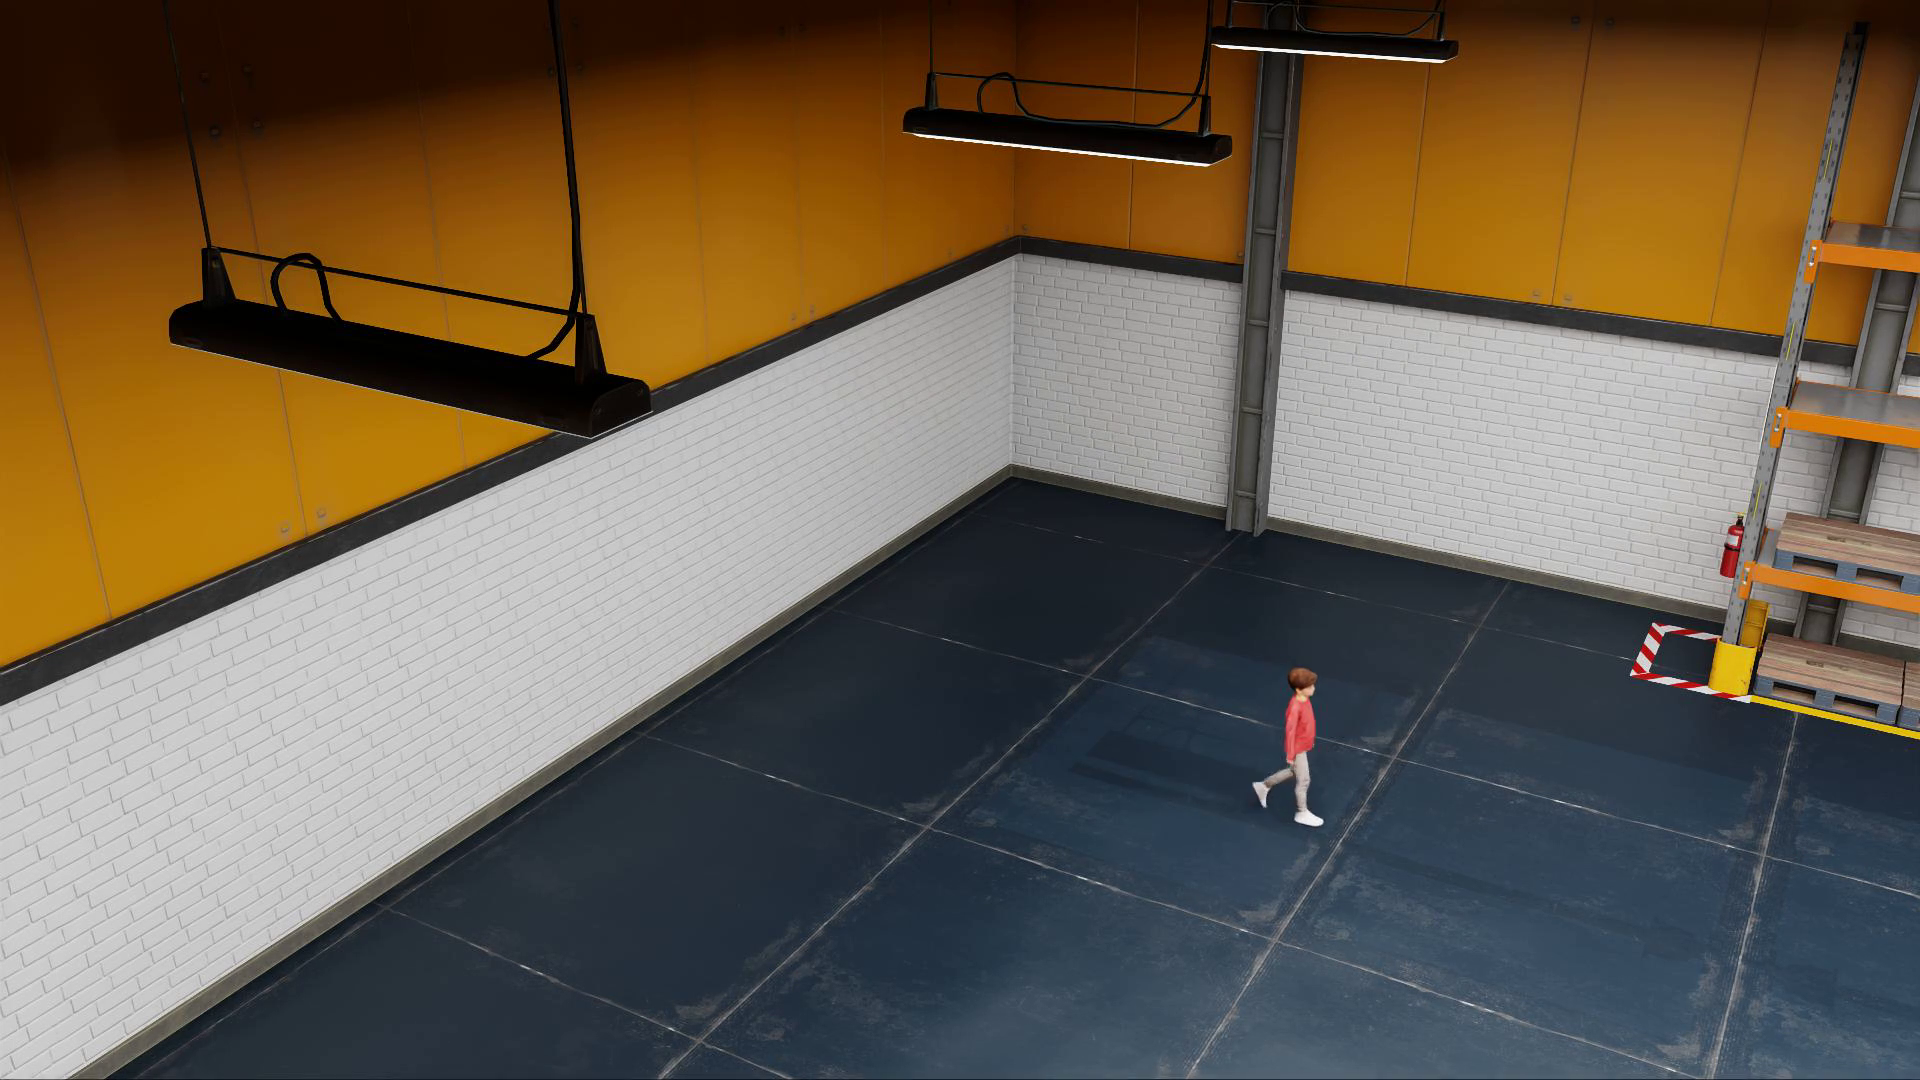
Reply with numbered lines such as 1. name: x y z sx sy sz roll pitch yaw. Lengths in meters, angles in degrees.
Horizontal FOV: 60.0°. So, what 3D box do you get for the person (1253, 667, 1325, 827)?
1. person: 2.688 1.652 13.531 0.874 1.397 0.610 9 25 19
